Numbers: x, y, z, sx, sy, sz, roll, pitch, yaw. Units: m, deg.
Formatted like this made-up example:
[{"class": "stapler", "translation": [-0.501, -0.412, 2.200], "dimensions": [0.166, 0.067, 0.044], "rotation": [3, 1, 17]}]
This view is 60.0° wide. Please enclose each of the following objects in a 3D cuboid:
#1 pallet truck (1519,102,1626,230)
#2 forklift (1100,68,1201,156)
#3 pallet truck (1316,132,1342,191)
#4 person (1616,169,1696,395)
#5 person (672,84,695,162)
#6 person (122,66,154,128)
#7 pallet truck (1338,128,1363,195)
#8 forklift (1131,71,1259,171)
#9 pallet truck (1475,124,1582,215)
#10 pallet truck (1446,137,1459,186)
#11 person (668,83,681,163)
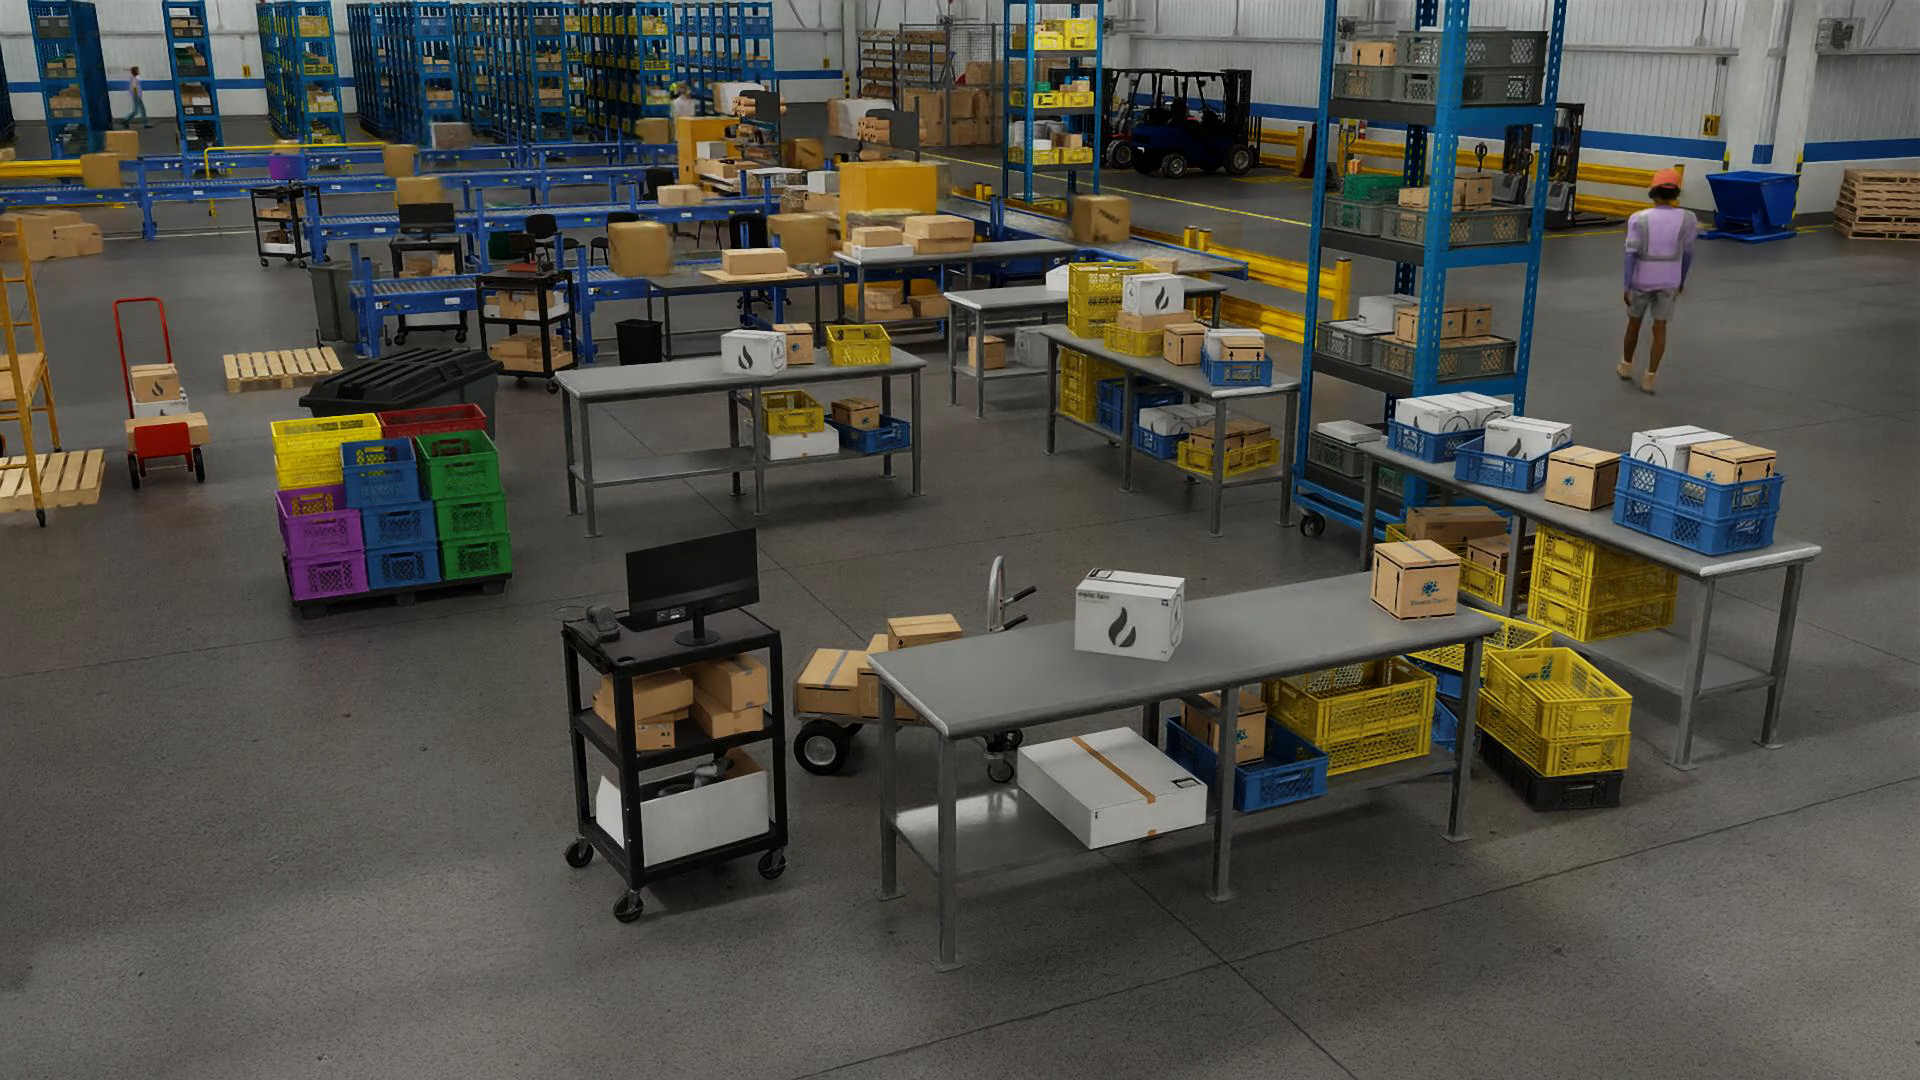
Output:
[{"class": "pallet truck", "translation": [9.972, -6.037, 26.785], "dimensions": [1.885, 1.965, 0.823], "rotation": [-9, 20, -25]}, {"class": "forklift", "translation": [4.082, -9.564, 37.410], "dimensions": [2.680, 1.987, 1.157], "rotation": [-8, 19, -23]}, {"class": "pallet truck", "translation": [7.723, -7.504, 32.656], "dimensions": [1.601, 1.201, 0.680], "rotation": [-8, 19, -23]}, {"class": "person", "translation": [6.363, -2.392, 15.291], "dimensions": [0.614, 1.998, 0.981], "rotation": [4, 18, 12]}, {"class": "person", "translation": [-5.998, -9.066, 36.567], "dimensions": [1.013, 1.848, 0.666], "rotation": [11, 21, 32]}, {"class": "person", "translation": [-24.690, -13.234, 49.752], "dimensions": [0.757, 1.824, 0.571], "rotation": [-8, 19, -24]}, {"class": "pallet truck", "translation": [7.845, -7.140, 31.411], "dimensions": [1.522, 1.261, 0.704], "rotation": [-9, 20, -25]}, {"class": "forklift", "translation": [4.998, -8.936, 35.413], "dimensions": [2.680, 1.987, 1.157], "rotation": [-9, 20, -25]}, {"class": "pallet truck", "translation": [9.707, -6.455, 28.103], "dimensions": [1.885, 1.965, 0.823], "rotation": [-7, 19, -20]}, {"class": "pallet truck", "translation": [9.184, -6.485, 29.328], "dimensions": [1.630, 1.274, 0.653], "rotation": [-8, 19, -23]}, {"class": "person", "translation": [-6.500, -9.488, 37.963], "dimensions": [0.699, 1.803, 0.625], "rotation": [-7, 19, -20]}]
